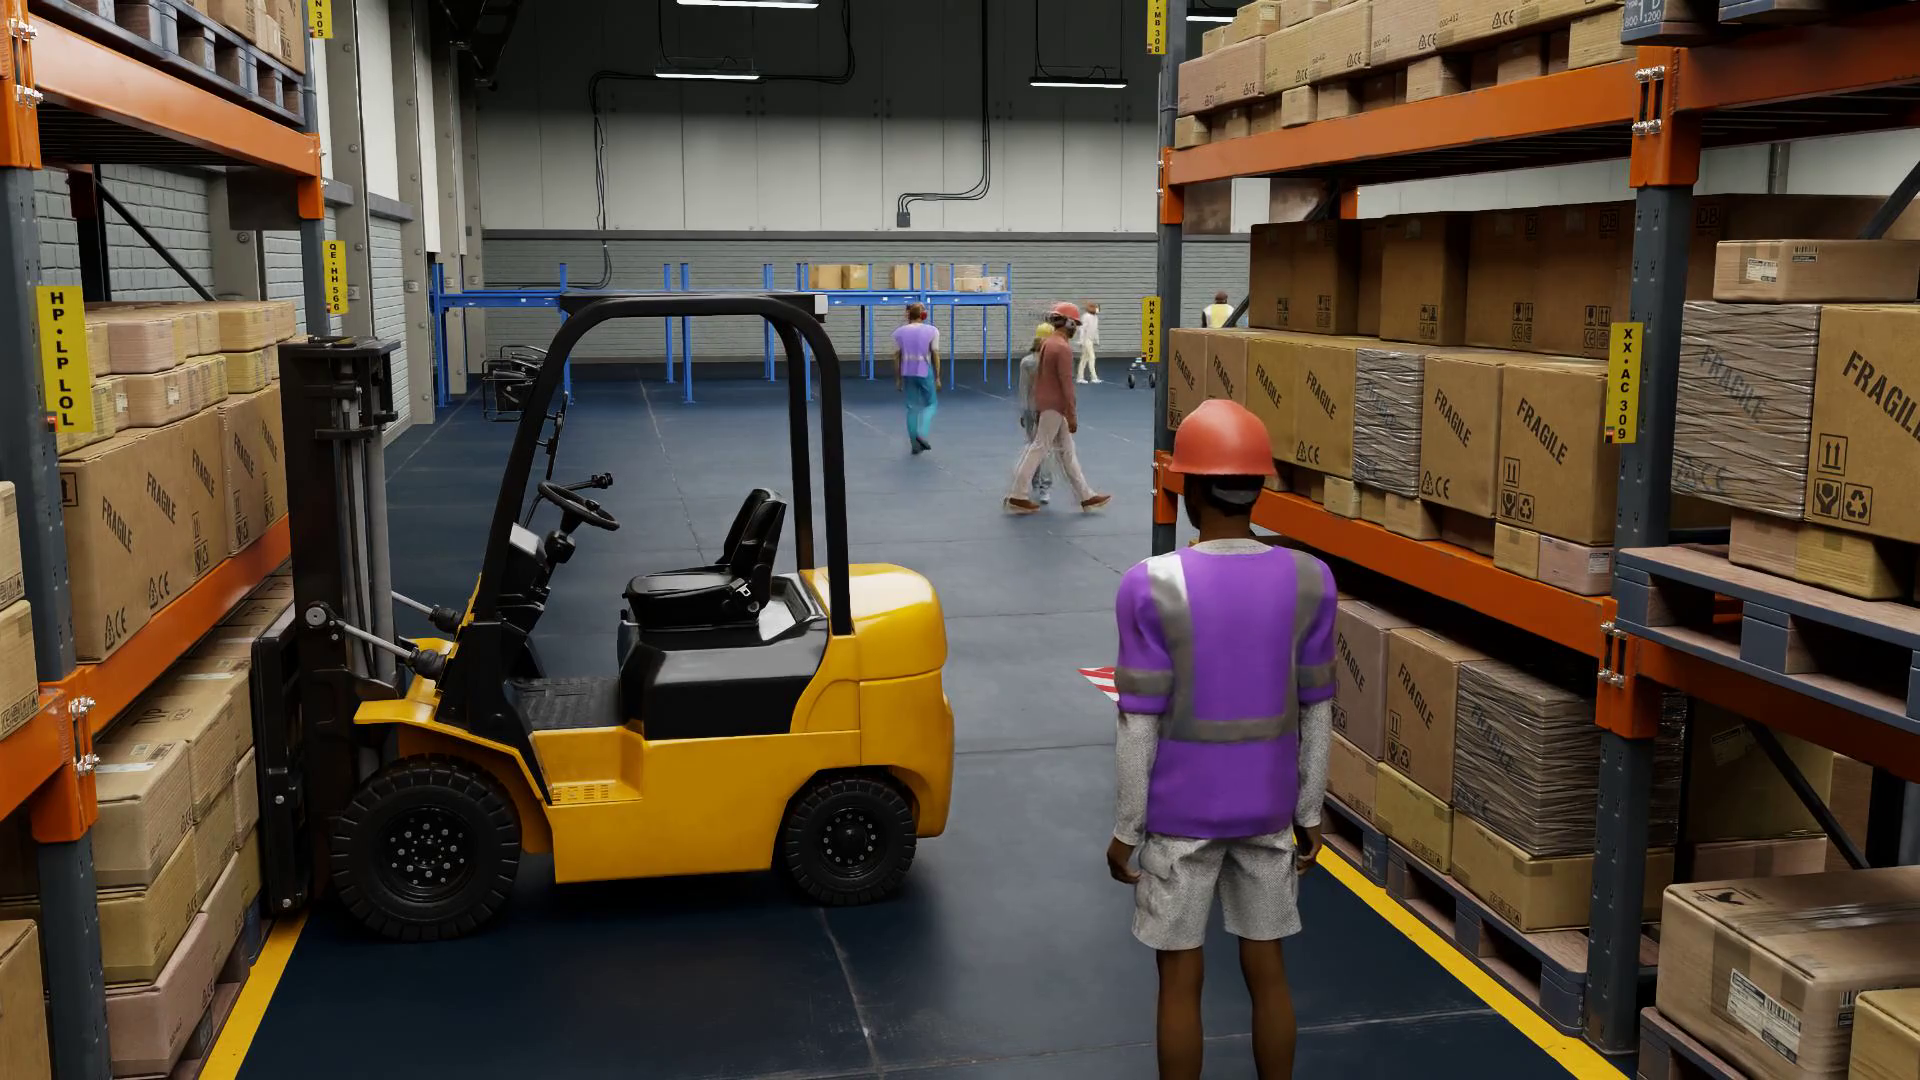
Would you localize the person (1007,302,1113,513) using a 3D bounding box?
[{"bbox_3d":[0.895,-1.200,15.231,1.009,1.927,0.658,-2,9,-10],"label":"person"}]

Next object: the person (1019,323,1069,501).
[{"bbox_3d":[0.833,-1.257,16.230,0.501,1.691,0.895,1,9,4],"label":"person"}]

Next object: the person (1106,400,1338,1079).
[{"bbox_3d":[0.615,0.632,4.013,0.553,1.934,0.366,-2,10,-13],"label":"person"}]

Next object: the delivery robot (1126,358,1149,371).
[{"bbox_3d":[3.360,-3.319,31.353,0.335,0.223,0.698,-2,10,-12],"label":"delivery robot"}]

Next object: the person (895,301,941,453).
[{"bbox_3d":[-0.506,-1.980,20.230,0.592,1.833,0.449,3,10,18],"label":"person"}]

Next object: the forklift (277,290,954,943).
[{"bbox_3d":[-1.179,0.175,6.143,2.313,2.155,1.214,-2,10,-12],"label":"forklift"}]

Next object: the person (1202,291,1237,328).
[{"bbox_3d":[4.703,-3.605,30.186,0.663,1.821,0.435,3,10,16],"label":"person"}]

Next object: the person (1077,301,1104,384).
[{"bbox_3d":[2.568,-3.817,32.143,0.729,1.594,0.534,4,10,25],"label":"person"}]
